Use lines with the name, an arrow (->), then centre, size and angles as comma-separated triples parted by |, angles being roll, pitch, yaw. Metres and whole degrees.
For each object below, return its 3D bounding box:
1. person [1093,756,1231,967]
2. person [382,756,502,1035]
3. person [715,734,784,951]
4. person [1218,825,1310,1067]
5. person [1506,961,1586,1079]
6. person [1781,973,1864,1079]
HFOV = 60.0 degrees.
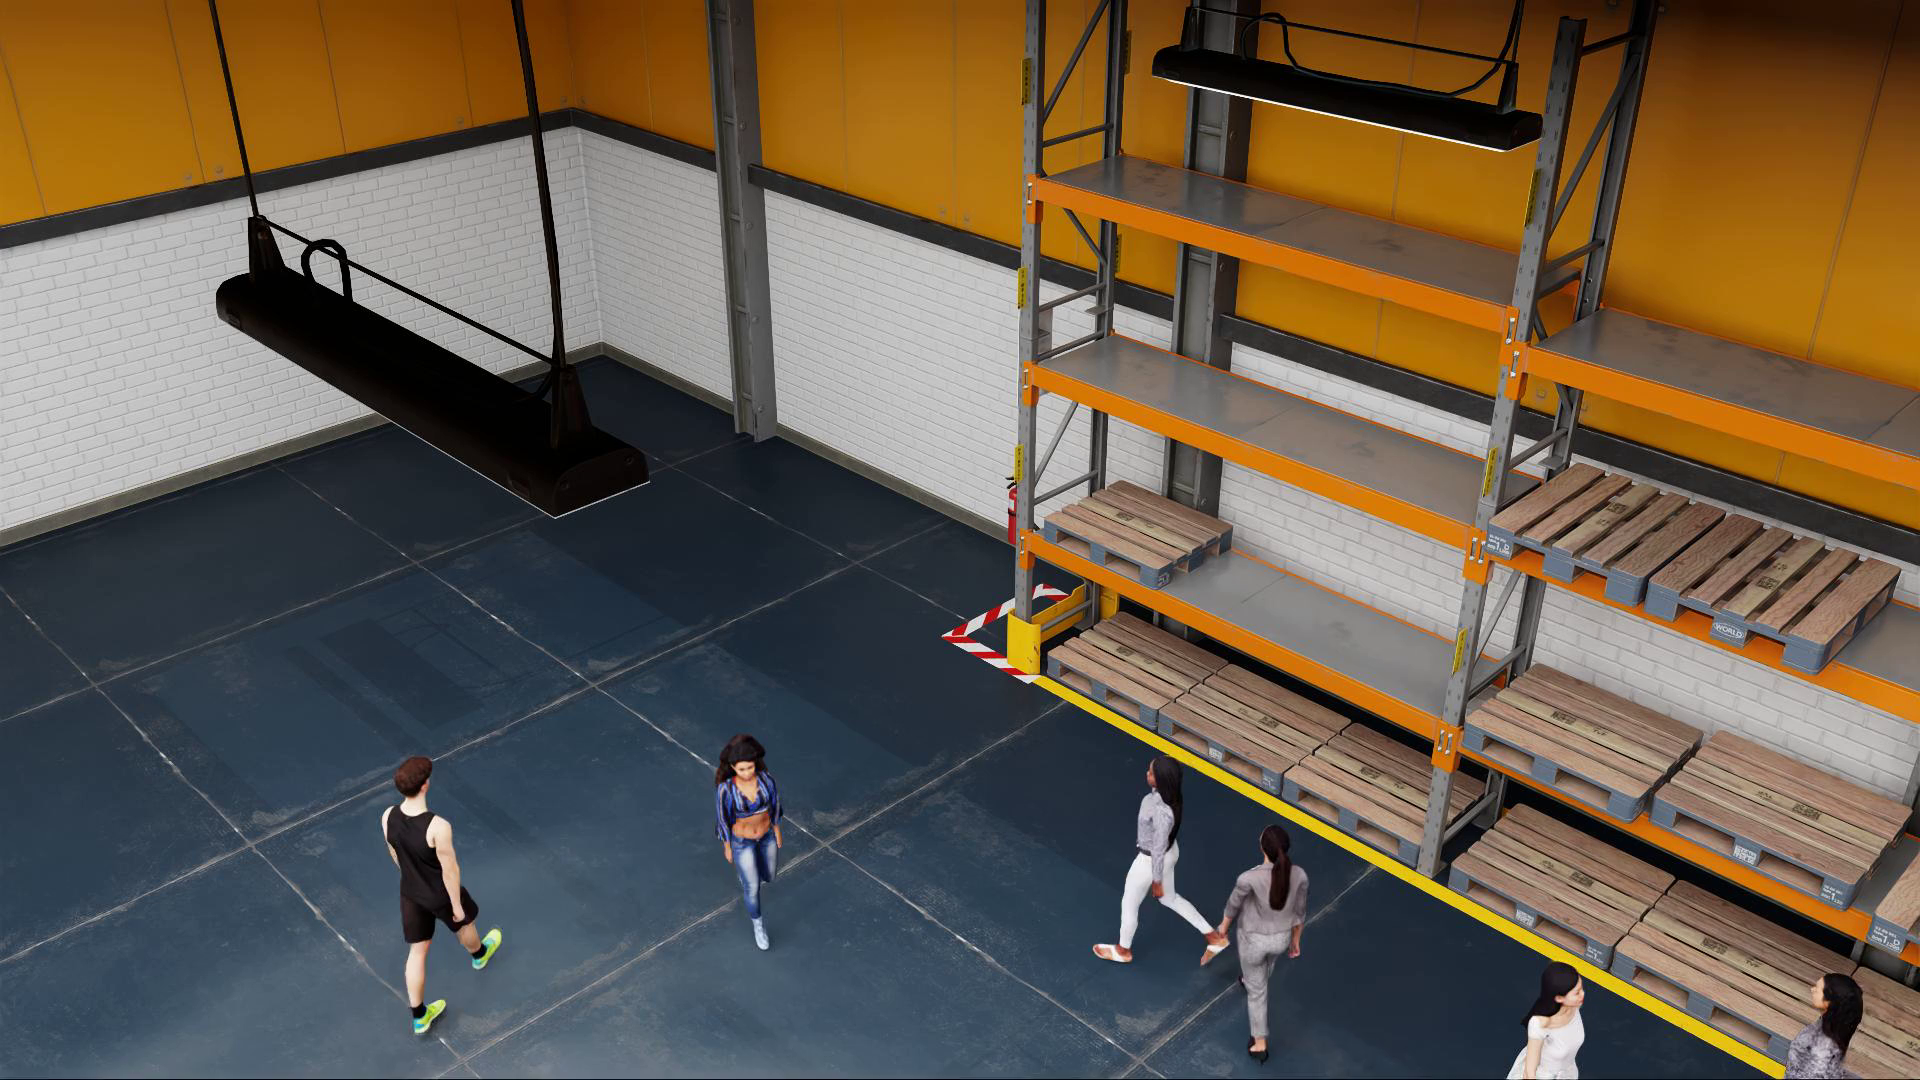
person -> 1.355, 2.109, 10.757 | 1.200, 1.696, 0.930 | 9, 30, 16
person -> -3.351, 2.242, 10.361 | 1.220, 1.842, 1.135 | 8, 30, 14
person -> -1.403, 1.968, 11.112 | 0.785, 1.605, 0.956 | -13, 31, -22
person -> 1.866, 2.502, 10.086 | 0.926, 1.649, 1.080 | -7, 29, -12
person -> 3.152, 2.997, 9.050 | 0.656, 1.772, 0.642 | -22, 36, -35
person -> 4.630, 3.075, 8.965 | 0.784, 1.718, 0.650 | 23, 36, 35
